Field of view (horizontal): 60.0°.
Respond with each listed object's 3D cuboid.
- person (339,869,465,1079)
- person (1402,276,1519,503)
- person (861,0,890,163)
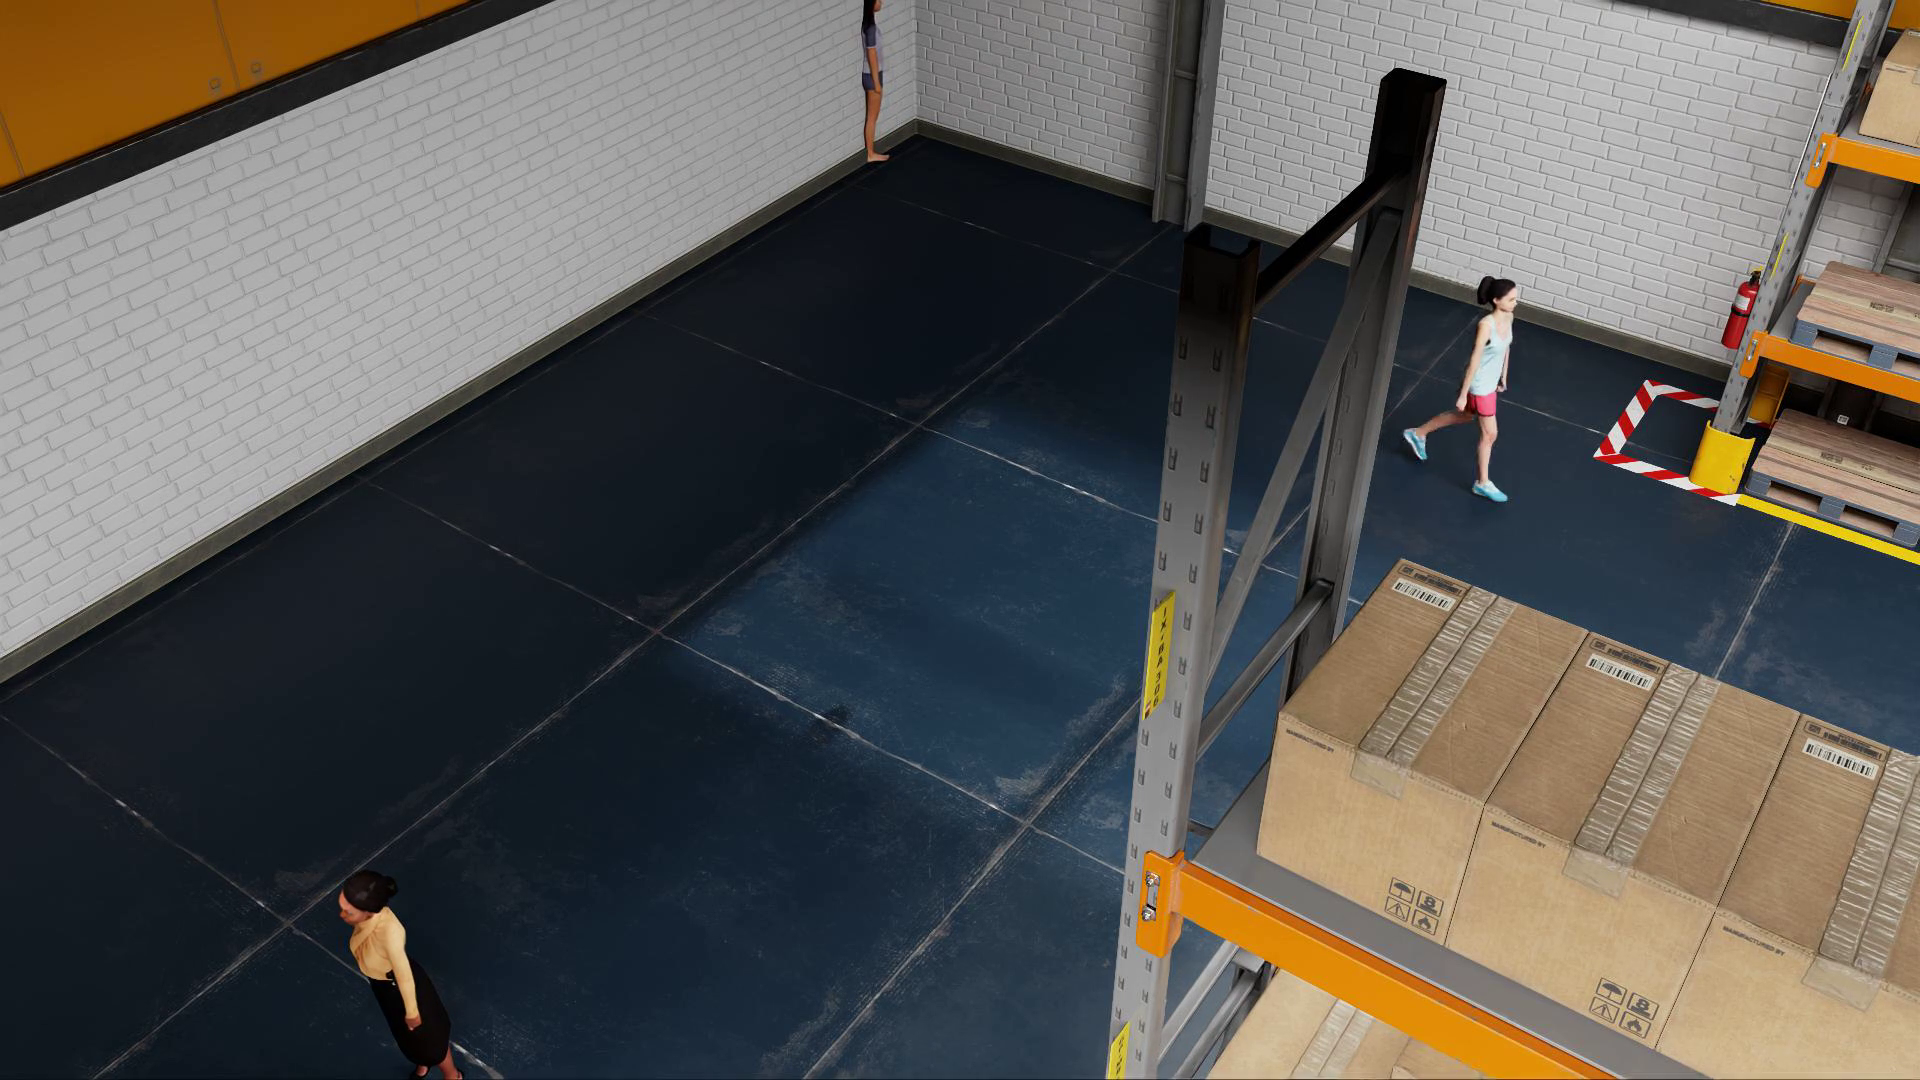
[{"bbox_3d":[-2.685,2.161,8.006,0.525,1.651,0.658,32,48,34],"label":"person"},{"bbox_3d":[3.700,-1.141,12.072,1.175,1.736,0.689,28,47,31],"label":"person"},{"bbox_3d":[-0.887,-4.597,16.403,0.716,1.732,0.646,-8,39,-10],"label":"person"}]
